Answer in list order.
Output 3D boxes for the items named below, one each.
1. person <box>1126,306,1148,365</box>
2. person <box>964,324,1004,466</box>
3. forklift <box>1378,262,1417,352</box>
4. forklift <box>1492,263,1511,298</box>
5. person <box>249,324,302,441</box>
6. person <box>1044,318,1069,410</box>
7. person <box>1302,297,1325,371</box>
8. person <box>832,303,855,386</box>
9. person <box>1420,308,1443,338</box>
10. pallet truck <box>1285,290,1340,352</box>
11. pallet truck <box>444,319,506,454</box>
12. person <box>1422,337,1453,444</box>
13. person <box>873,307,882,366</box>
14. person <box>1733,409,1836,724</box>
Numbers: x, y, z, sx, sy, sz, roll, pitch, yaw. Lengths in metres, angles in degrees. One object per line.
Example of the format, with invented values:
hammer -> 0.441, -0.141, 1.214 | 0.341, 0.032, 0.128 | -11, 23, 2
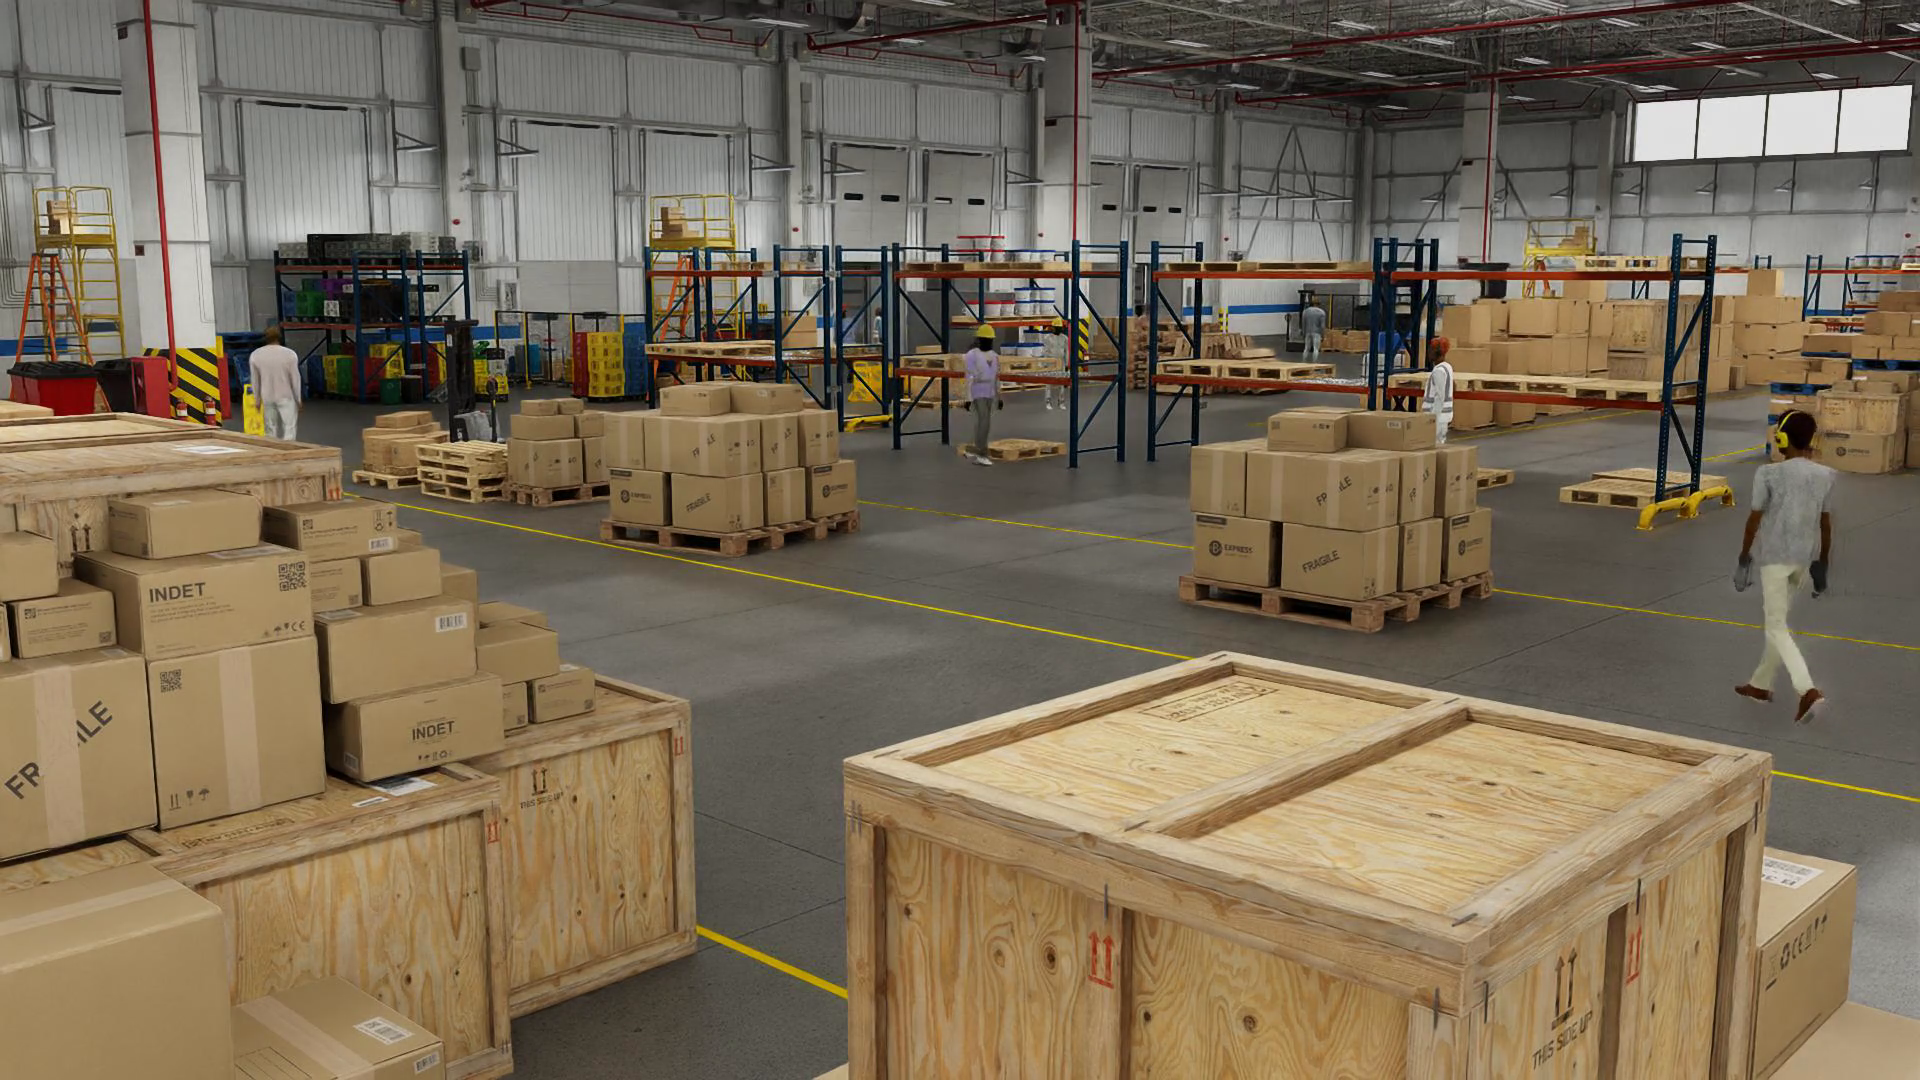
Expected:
person -> 4.938, -5.624, 45.794 | 0.891, 1.648, 0.543 | -7, 11, -35
person -> 0.391, -1.936, 22.369 | 0.650, 1.907, 0.612 | 8, 12, 40
forklift -> 10.956, -5.527, 41.433 | 1.129, 2.768, 1.873 | 2, 9, 12
forklift -> 14.978, -6.329, 46.349 | 1.873, 2.768, 1.129 | 1, 9, 7
person -> -8.879, -1.830, 21.649 | 0.634, 1.937, 0.354 | 0, 9, 0
person -> 1.821, -3.323, 31.415 | 0.485, 1.739, 0.319 | -2, 9, -12
person -> 9.196, -5.352, 43.284 | 0.627, 1.929, 0.350 | 7, 11, 35
person -> -2.670, -4.513, 38.229 | 0.546, 1.901, 0.902 | 1, 9, 4
person -> 9.574, -3.827, 33.983 | 0.652, 1.903, 0.879 | 8, 12, 39
pallet truck -> 11.297, -6.951, 52.861 | 1.885, 1.965, 0.823 | -5, 11, -29
pallet truck -> -6.981, -1.942, 22.150 | 1.885, 1.965, 0.823 | 1, 9, 9
person -> 5.443, -1.372, 19.003 | 0.356, 1.884, 0.574 | 4, 10, 21
person -> -2.167, -5.387, 44.401 | 0.313, 1.633, 0.516 | -1, 9, -9
person -> 4.923, 0.143, 9.878 | 0.523, 1.840, 0.901 | -1, 9, -8
